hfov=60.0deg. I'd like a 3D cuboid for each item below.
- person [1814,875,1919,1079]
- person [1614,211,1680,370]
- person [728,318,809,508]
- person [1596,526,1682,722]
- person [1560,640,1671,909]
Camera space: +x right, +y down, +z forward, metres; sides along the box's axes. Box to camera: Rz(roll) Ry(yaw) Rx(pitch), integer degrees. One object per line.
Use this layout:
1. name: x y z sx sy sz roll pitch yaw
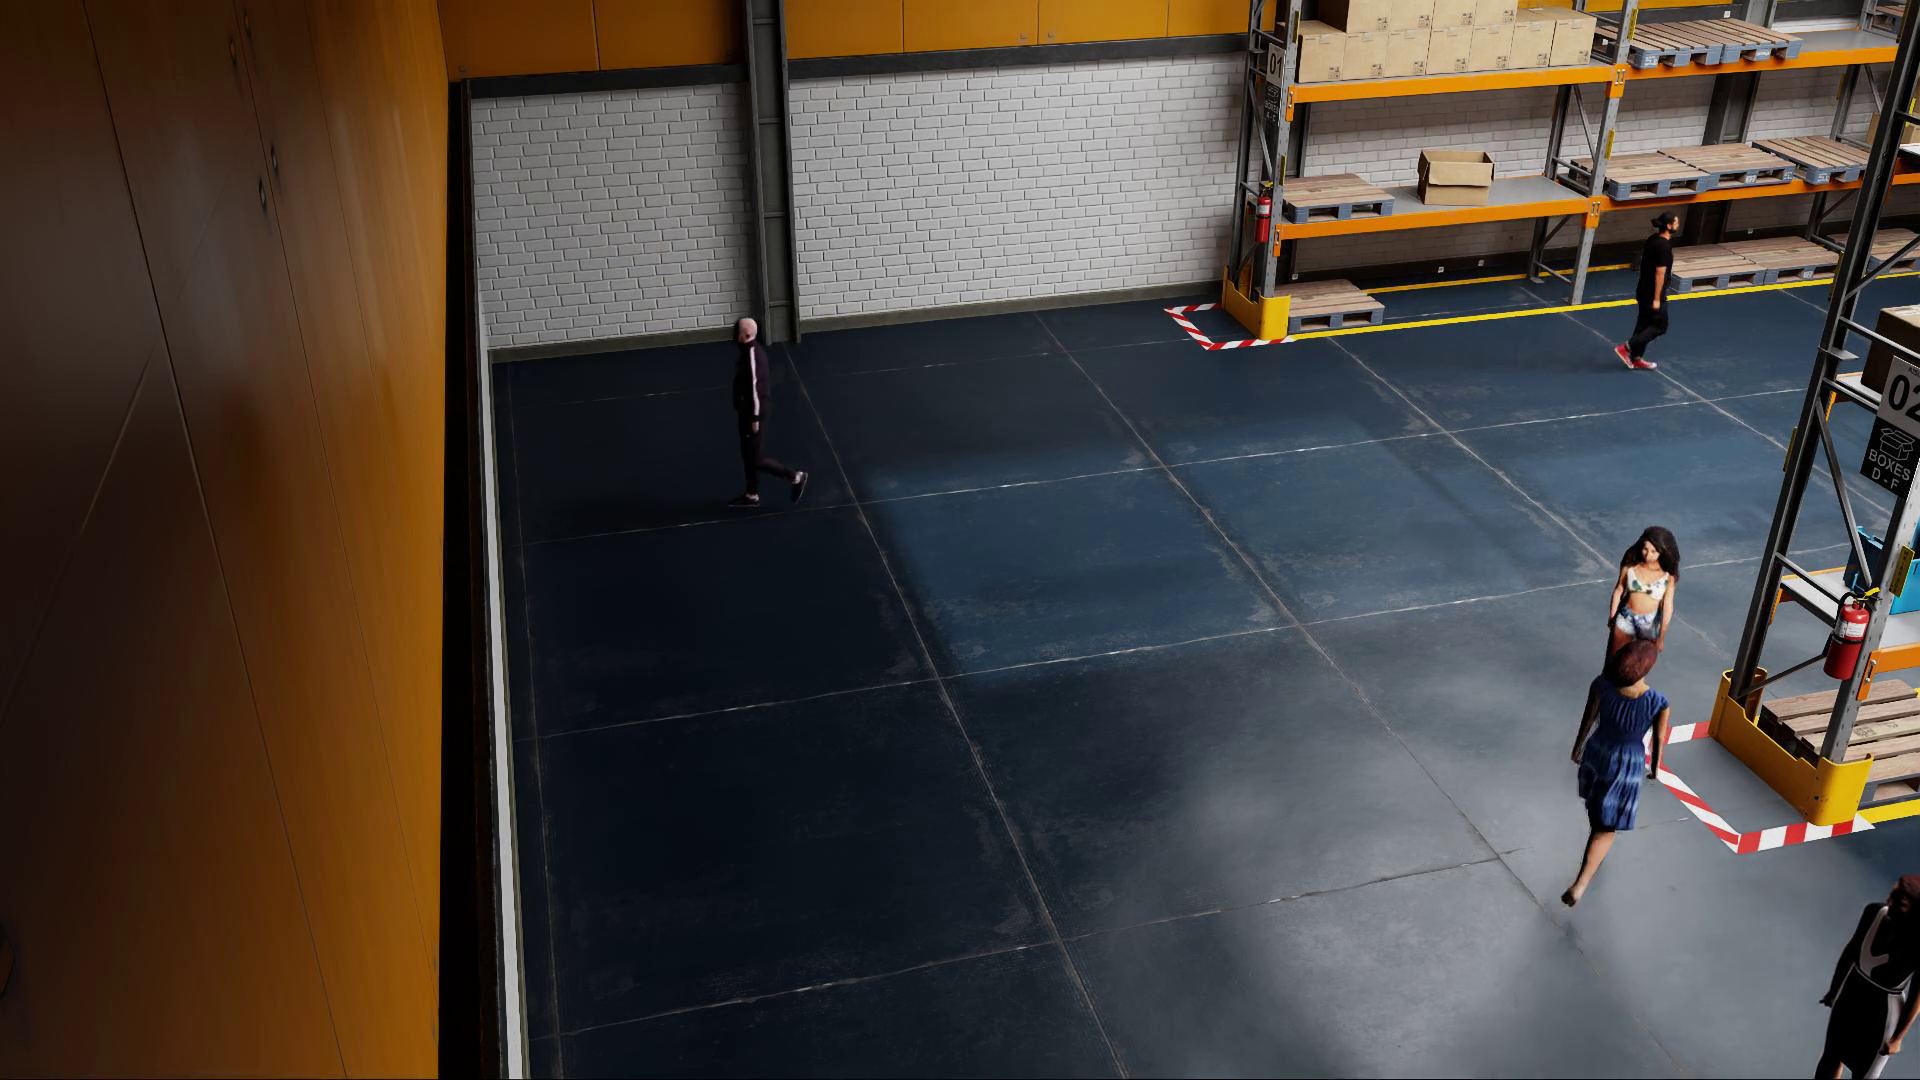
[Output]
1. person: 4.557 2.392 8.354 0.527 1.795 0.610 -11 31 -20
2. person: 7.237 -2.611 17.571 0.849 1.752 0.776 3 29 5
3. person: -1.731 -1.091 14.712 0.977 1.822 0.724 -5 29 -8
4. person: 4.862 0.581 11.870 0.717 1.607 0.777 14 31 23
5. person: 3.942 1.457 10.095 1.068 1.769 1.217 19 34 31
